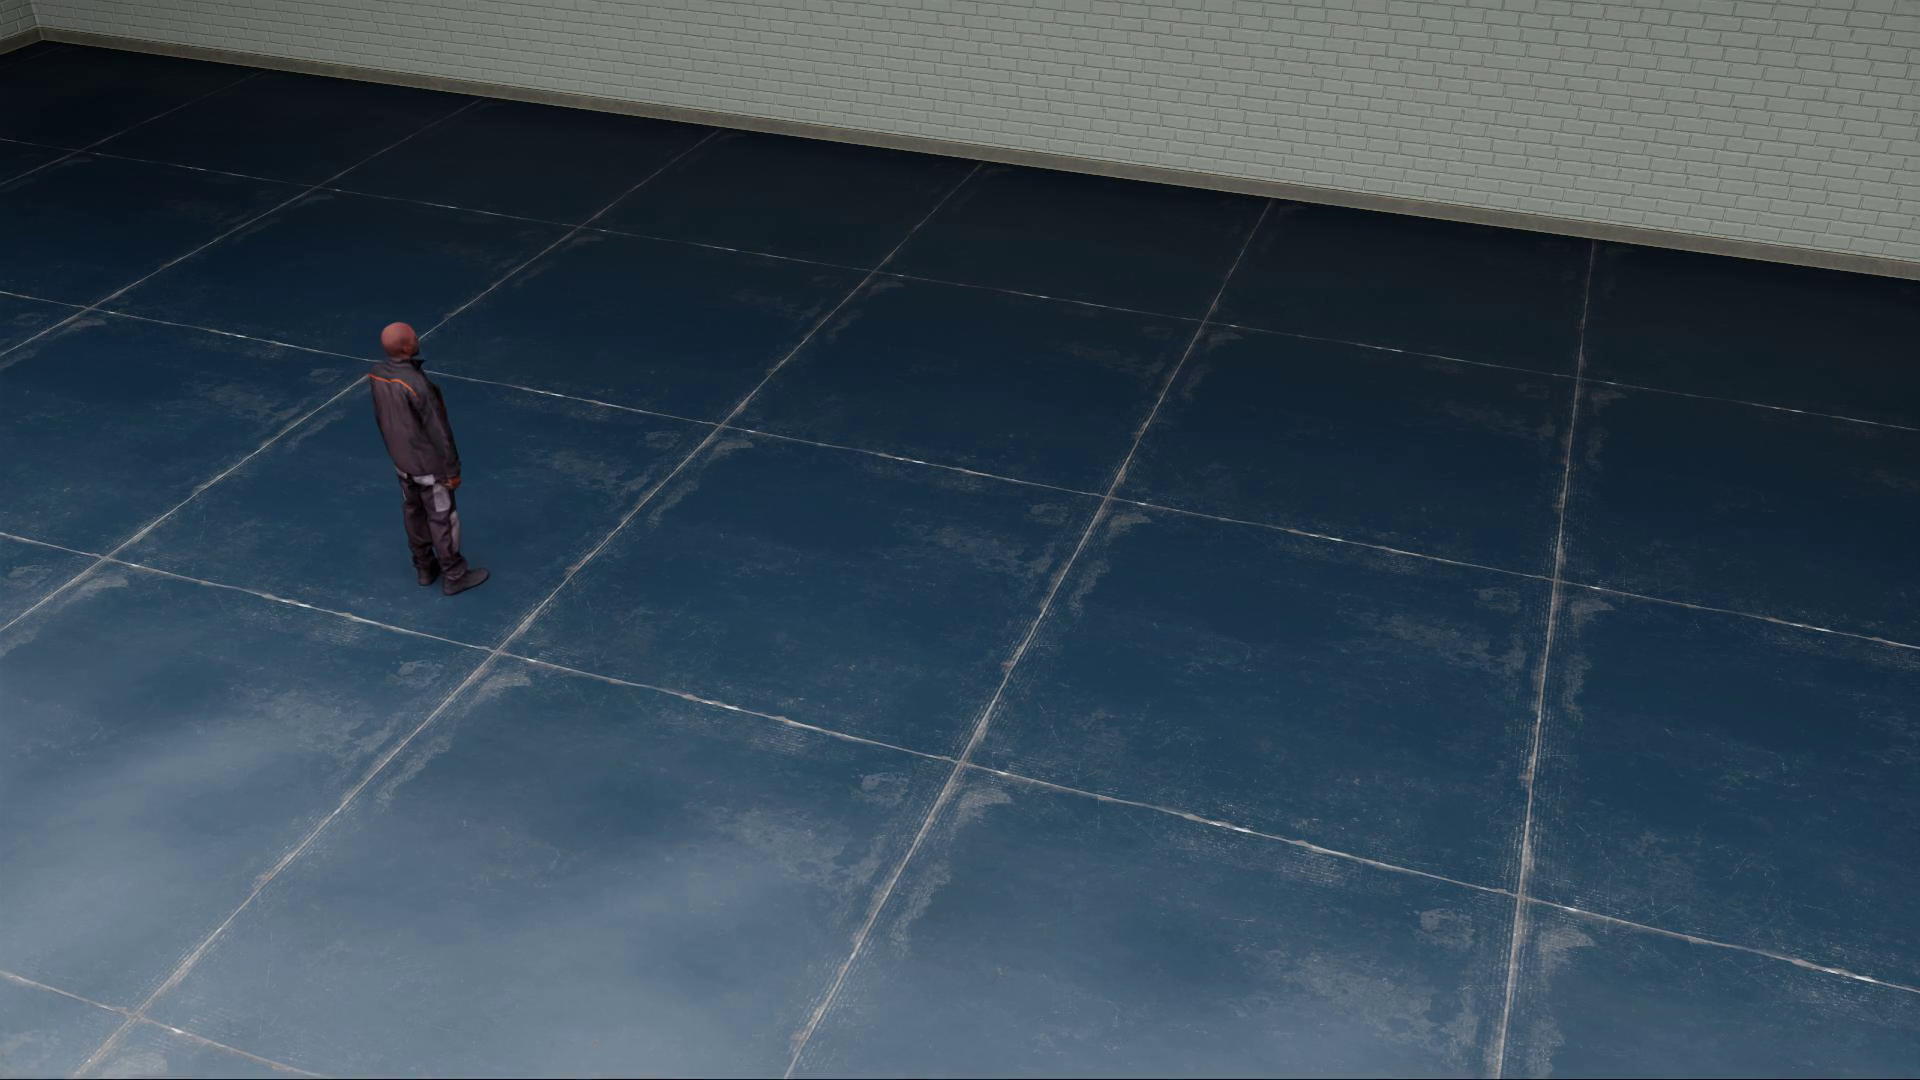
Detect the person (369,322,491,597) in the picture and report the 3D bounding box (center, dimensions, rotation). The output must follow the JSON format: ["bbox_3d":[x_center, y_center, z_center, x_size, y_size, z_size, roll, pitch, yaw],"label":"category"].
[{"bbox_3d":[-3.330,-0.506,10.237,0.744,1.825,0.657,18,37,25],"label":"person"}]
